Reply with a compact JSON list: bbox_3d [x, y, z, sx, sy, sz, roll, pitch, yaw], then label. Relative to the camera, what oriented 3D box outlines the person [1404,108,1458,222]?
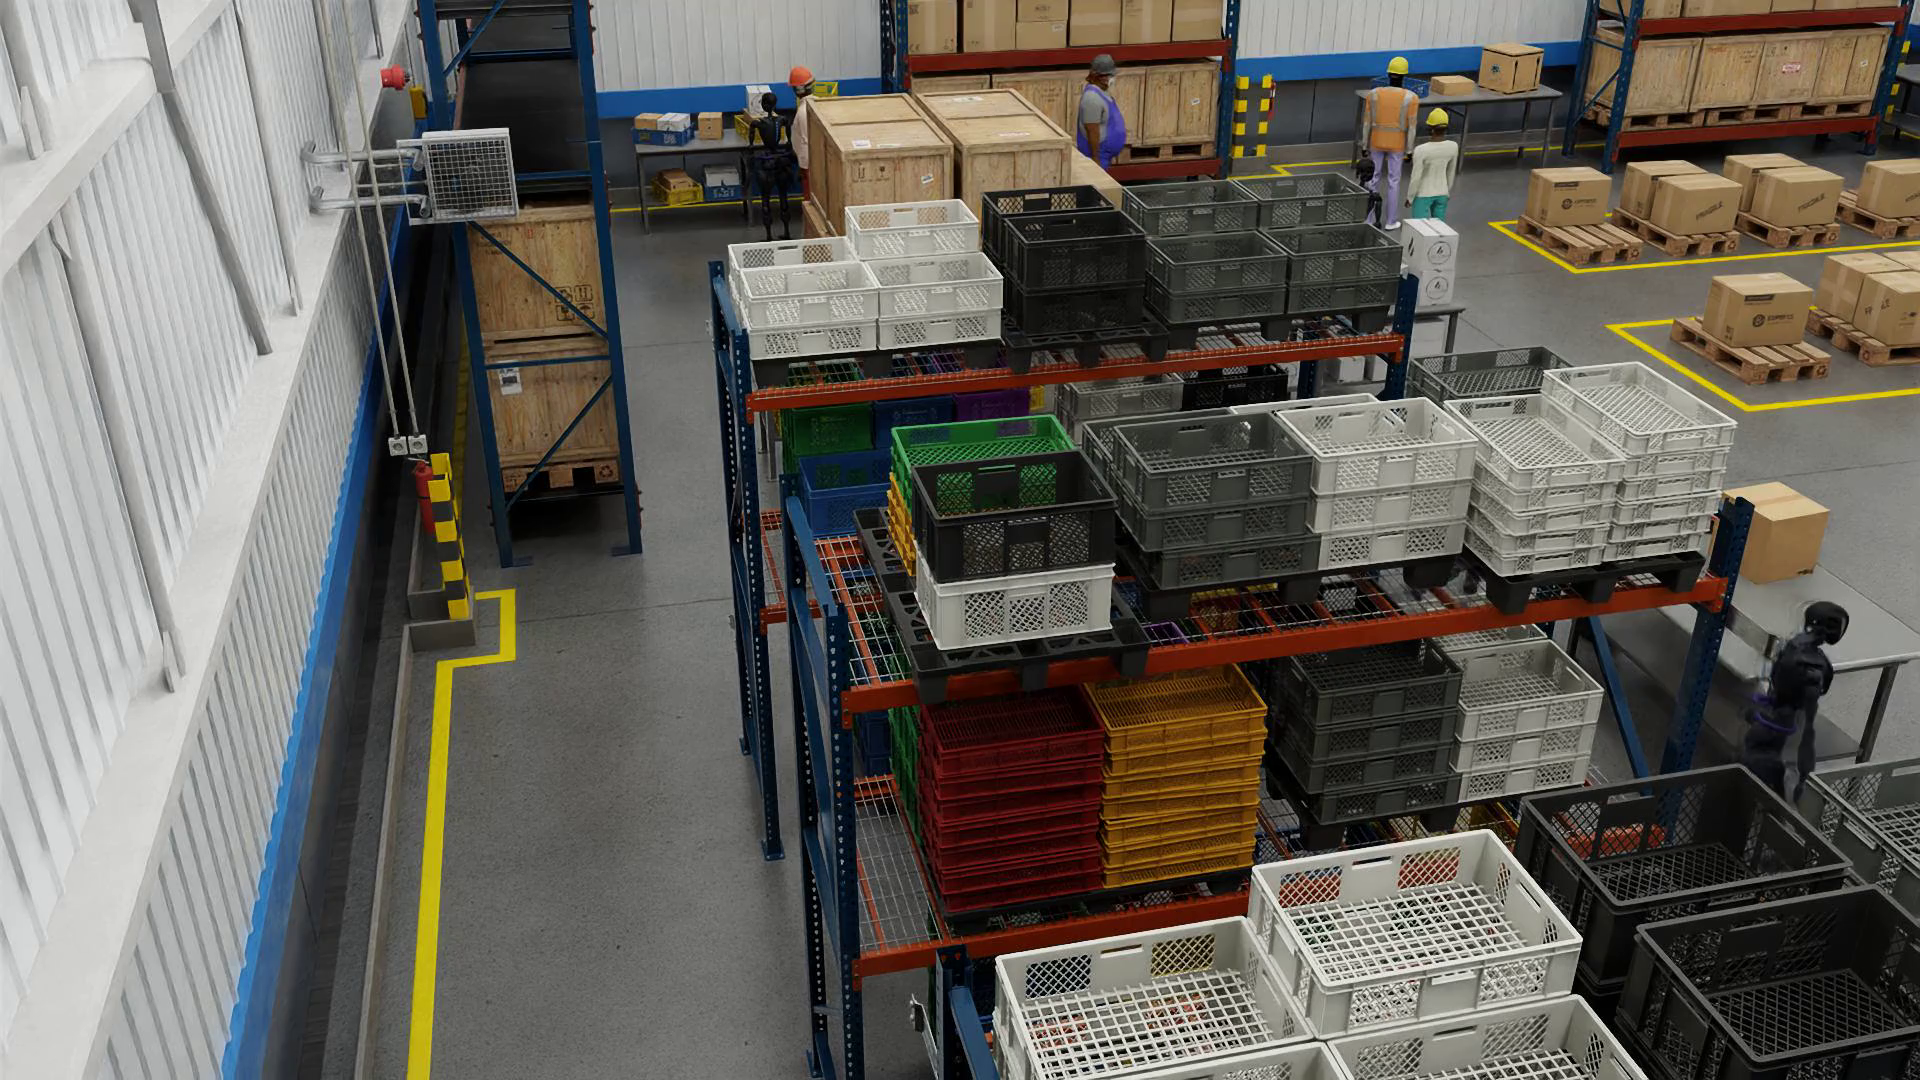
[{"bbox_3d":[4.853,-3.570,17.211,0.523,1.769,0.314,-9,29,-16],"label":"person"}]

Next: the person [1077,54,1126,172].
[{"bbox_3d":[1.559,-4.341,18.384,0.536,2.000,0.682,4,28,7],"label":"person"}]

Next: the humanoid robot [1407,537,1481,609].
[{"bbox_3d":[3.325,-0.177,10.875,0.502,1.637,0.599,-2,28,-4],"label":"humanoid robot"}]

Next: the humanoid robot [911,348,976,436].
[{"bbox_3d":[-0.102,-0.945,12.312,0.601,1.657,0.313,-21,34,-34],"label":"humanoid robot"}]

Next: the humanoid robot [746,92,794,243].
[{"bbox_3d":[-2.072,-4.076,18.269,0.582,1.655,0.327,-19,33,-32],"label":"humanoid robot"}]

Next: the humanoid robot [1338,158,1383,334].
[{"bbox_3d":[3.752,-2.819,15.891,0.364,1.649,0.602,-15,31,-27],"label":"humanoid robot"}]

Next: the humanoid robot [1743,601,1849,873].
[{"bbox_3d":[4.220,1.061,8.551,0.720,1.618,0.775,10,29,18],"label":"humanoid robot"}]

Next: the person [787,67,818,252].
[{"bbox_3d":[-1.651,-4.120,18.024,0.388,1.985,0.609,3,28,6],"label":"person"}]

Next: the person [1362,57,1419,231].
[{"bbox_3d":[4.812,-4.450,18.712,0.588,1.926,0.385,12,30,22],"label":"person"}]
